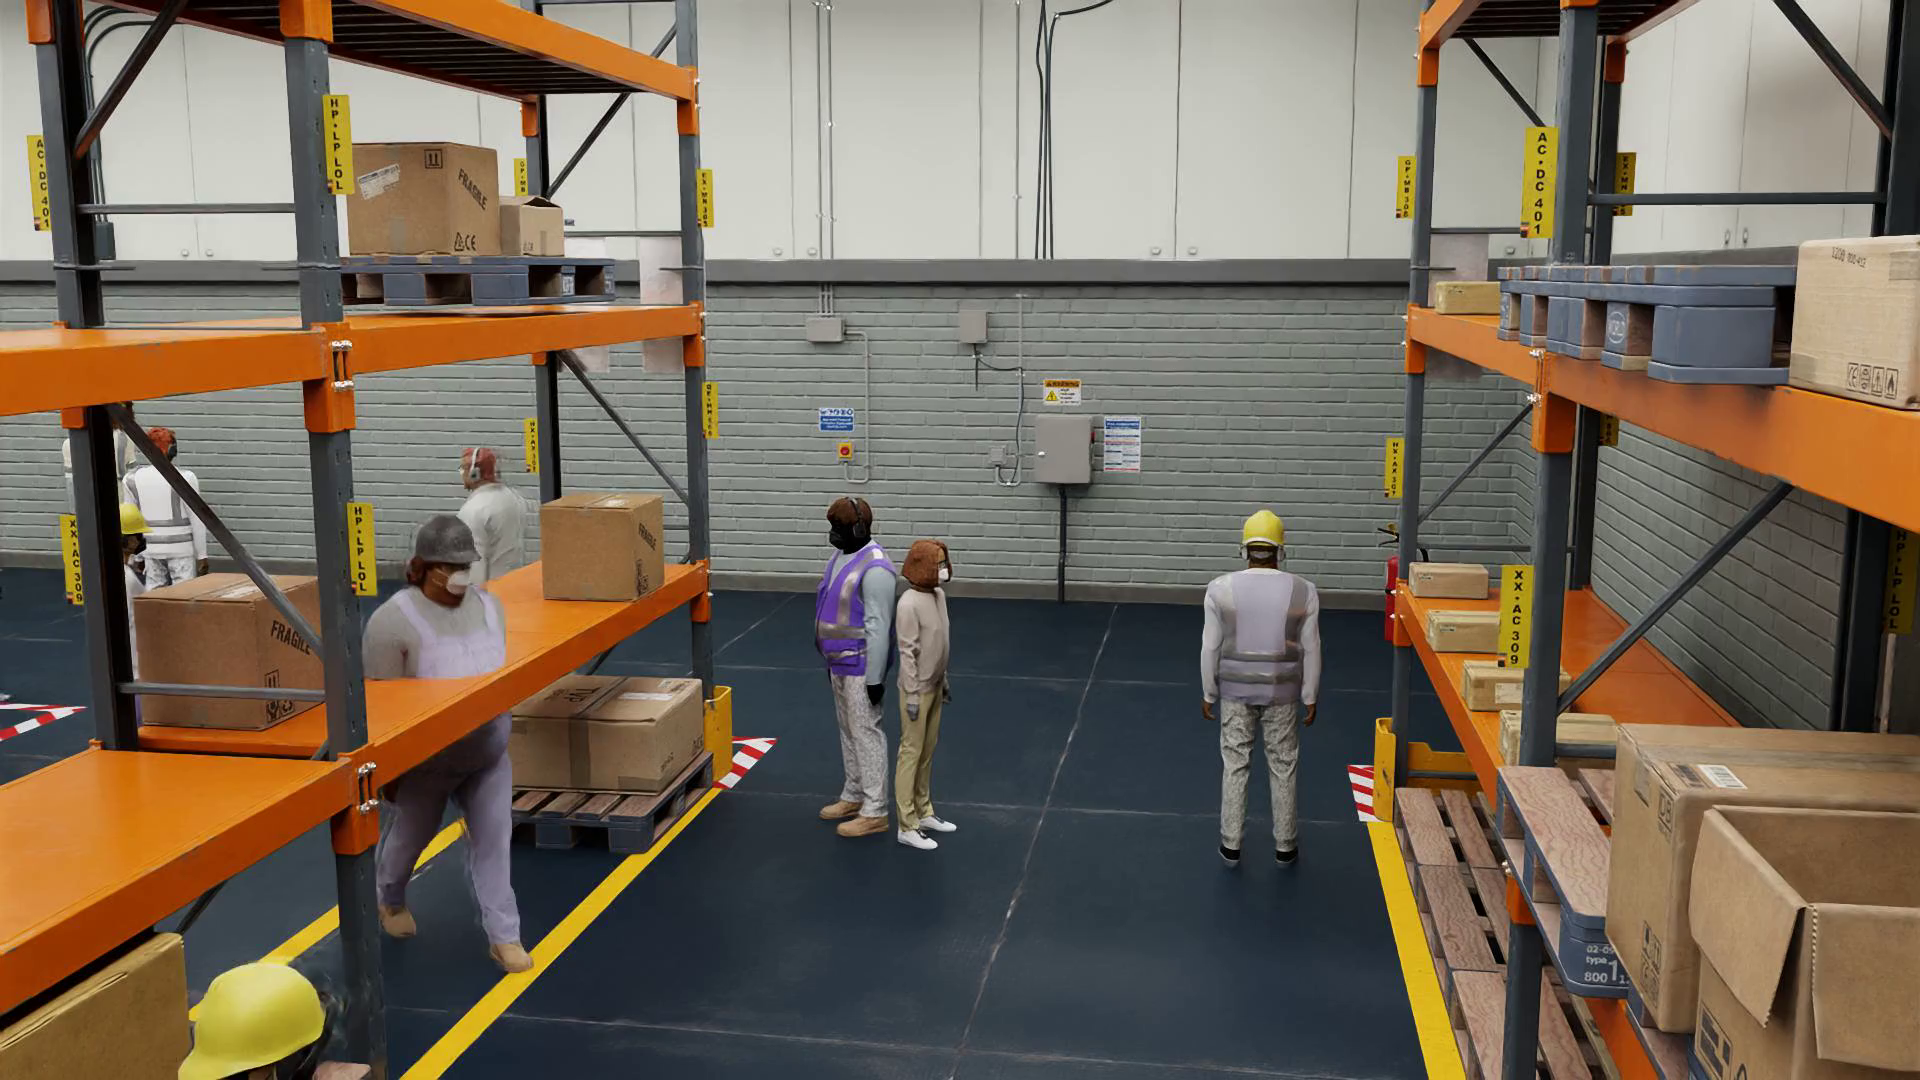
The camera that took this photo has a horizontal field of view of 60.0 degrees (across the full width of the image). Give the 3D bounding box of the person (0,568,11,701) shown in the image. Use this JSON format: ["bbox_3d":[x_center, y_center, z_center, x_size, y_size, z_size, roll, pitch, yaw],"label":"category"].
[{"bbox_3d":[-6.929,0.346,11.615,0.407,1.623,0.544,1,9,7],"label":"person"}]

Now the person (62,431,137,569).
[{"bbox_3d":[-7.686,-0.337,14.918,0.587,1.930,0.360,-7,11,-36],"label":"person"}]

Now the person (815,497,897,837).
[{"bbox_3d":[-0.565,0.675,8.994,0.429,1.837,0.628,-4,10,-22],"label":"person"}]

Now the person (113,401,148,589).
[{"bbox_3d":[-7.773,-0.389,15.464,0.541,1.859,0.438,5,11,30],"label":"person"}]

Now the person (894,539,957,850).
[{"bbox_3d":[-0.182,0.799,8.820,0.279,1.634,0.497,4,10,21],"label":"person"}]

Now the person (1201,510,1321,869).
[{"bbox_3d":[1.525,0.760,8.461,0.601,1.827,0.403,1,9,9],"label":"person"}]

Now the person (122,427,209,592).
[{"bbox_3d":[-5.872,0.100,12.359,0.575,1.885,0.355,0,9,1],"label":"person"}]

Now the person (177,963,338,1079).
[{"bbox_3d":[-1.270,1.647,3.209,0.545,1.751,0.393,8,12,42],"label":"person"}]

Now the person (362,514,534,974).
[{"bbox_3d":[-2.302,0.839,7.322,0.968,2.000,0.694,8,12,42],"label":"person"}]
